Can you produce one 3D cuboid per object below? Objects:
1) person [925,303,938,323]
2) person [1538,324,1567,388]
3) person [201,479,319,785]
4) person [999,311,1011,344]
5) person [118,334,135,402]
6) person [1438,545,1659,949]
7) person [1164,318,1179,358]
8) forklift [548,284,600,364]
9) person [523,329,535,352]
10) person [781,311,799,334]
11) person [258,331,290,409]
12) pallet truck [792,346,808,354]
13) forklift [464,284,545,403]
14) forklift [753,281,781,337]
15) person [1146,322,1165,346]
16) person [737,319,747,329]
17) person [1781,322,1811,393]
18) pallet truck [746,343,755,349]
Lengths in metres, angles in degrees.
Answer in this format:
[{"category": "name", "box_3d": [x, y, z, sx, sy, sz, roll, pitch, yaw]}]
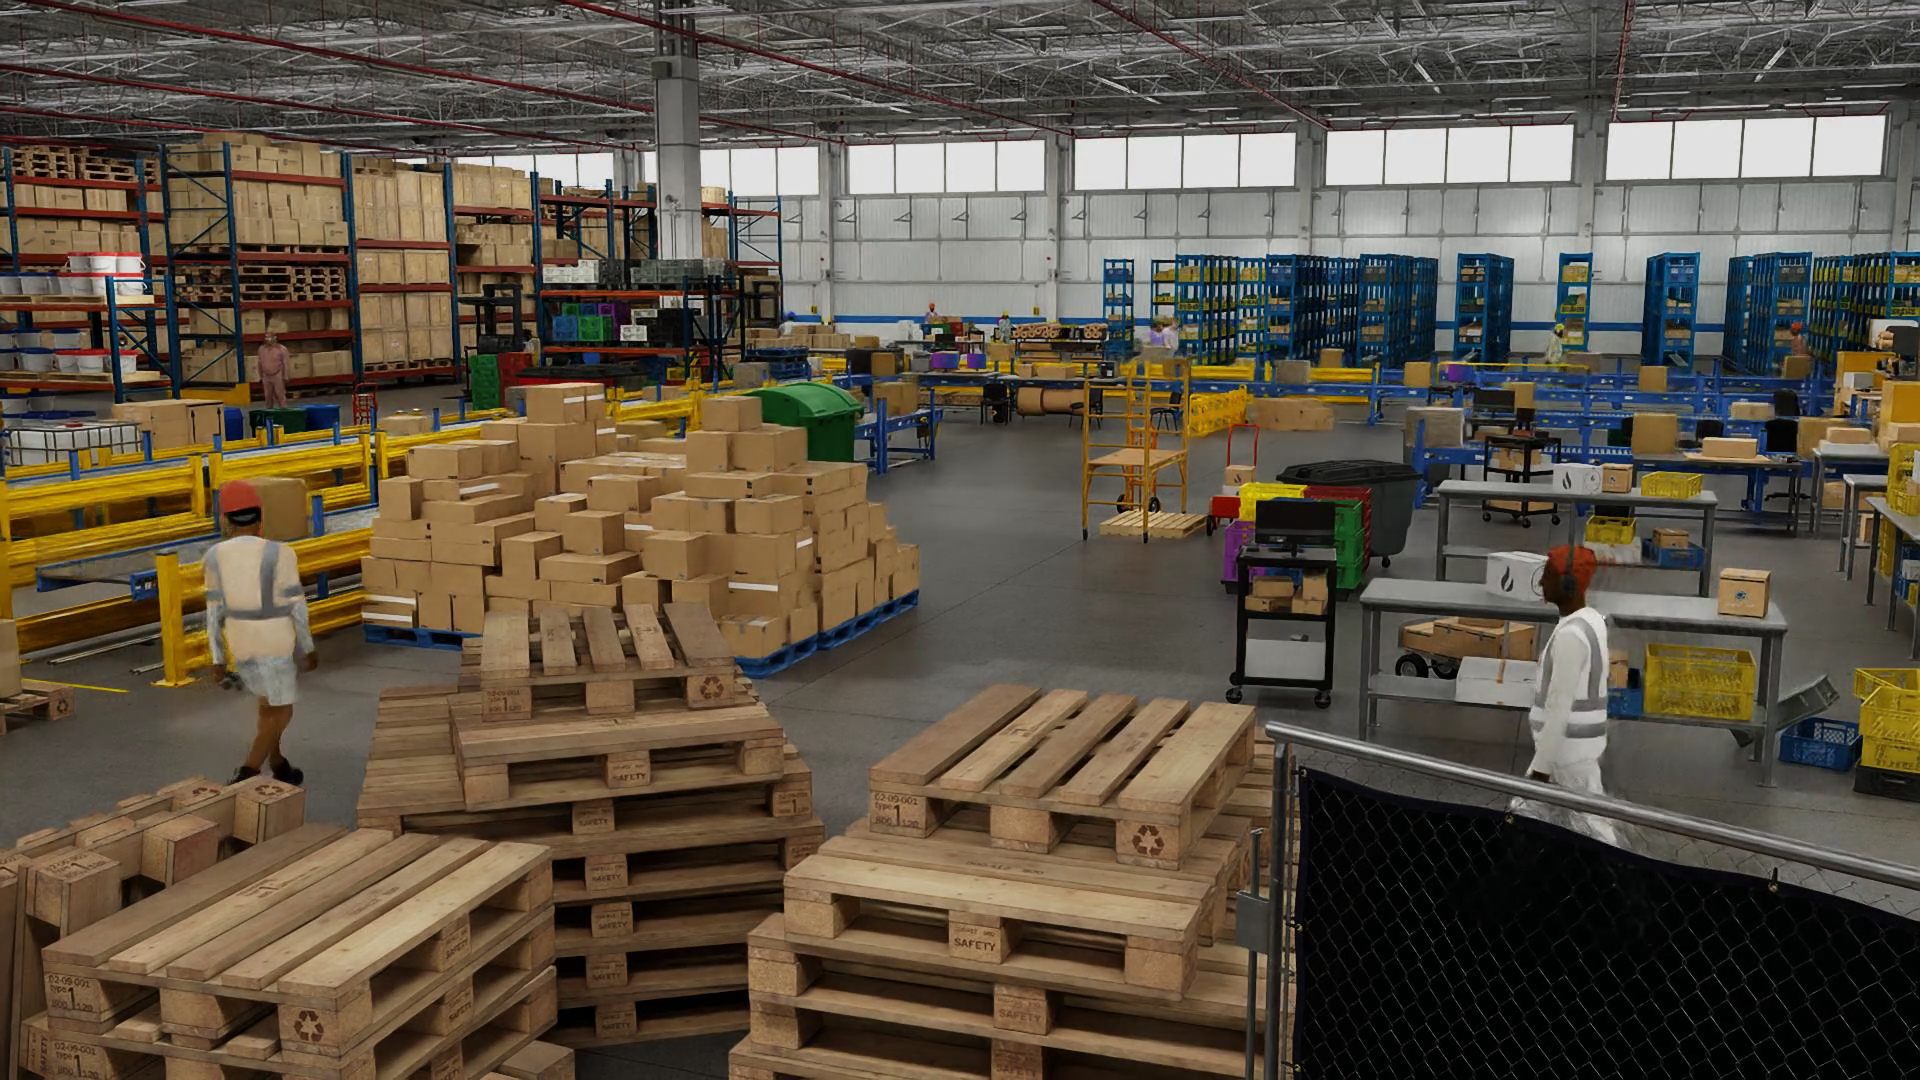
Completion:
[{"category": "person", "box_3d": [-1.107, -8.397, 65.769, 0.550, 1.935, 0.375, -5, 11, -31]}, {"category": "person", "box_3d": [15.340, -4.659, 42.777, 0.927, 1.777, 0.604, 4, 10, 24]}, {"category": "person", "box_3d": [-3.990, 0.596, 9.441, 0.551, 1.893, 0.880, 2, 9, 11]}, {"category": "person", "box_3d": [1.650, -7.529, 60.960, 0.485, 1.735, 0.346, -4, 10, -26]}, {"category": "person", "box_3d": [-19.975, -4.089, 39.669, 0.289, 1.632, 0.498, 6, 11, 32]}, {"category": "person", "box_3d": [2.746, 0.931, 7.543, 0.970, 1.835, 0.591, 4, 10, 23]}, {"category": "person", "box_3d": [5.836, -5.166, 45.772, 0.980, 1.844, 0.673, 7, 11, 36]}, {"category": "forklift", "box_3d": [-10.824, -5.672, 45.705, 1.129, 2.768, 1.873, 3, 10, 20]}, {"category": "person", "box_3d": [-10.851, -4.466, 41.864, 0.579, 1.672, 0.548, 2, 9, 13]}, {"category": "person", "box_3d": [-5.182, -6.057, 51.085, 0.607, 1.932, 0.438, 3, 10, 21]}, {"category": "person", "box_3d": [-14.042, -3.323, 34.003, 0.643, 1.910, 0.400, 1, 9, 6]}, {"category": "pallet truck", "box_3d": [-3.705, -4.298, 42.022, 0.653, 1.274, 1.630, 3, 10, 20]}, {"category": "forklift", "box_3d": [-10.832, -4.702, 39.610, 1.129, 2.768, 1.873, 3, 10, 20]}, {"category": "forklift", "box_3d": [-6.792, -7.721, 58.567, 1.129, 2.768, 1.873, 3, 10, 20]}, {"category": "person", "box_3d": [5.181, -4.911, 44.339, 0.661, 1.801, 0.387, -8, 12, -39]}, {"category": "person", "box_3d": [-6.232, -5.578, 48.575, 0.752, 1.783, 0.670, -1, 9, -6]}, {"category": "person", "box_3d": [19.631, -4.158, 39.141, 1.040, 1.933, 0.651, 5, 10, 29]}, {"category": "pallet truck", "box_3d": [-6.183, -4.618, 44.264, 1.601, 1.201, 0.680, -9, 12, -43]}]
